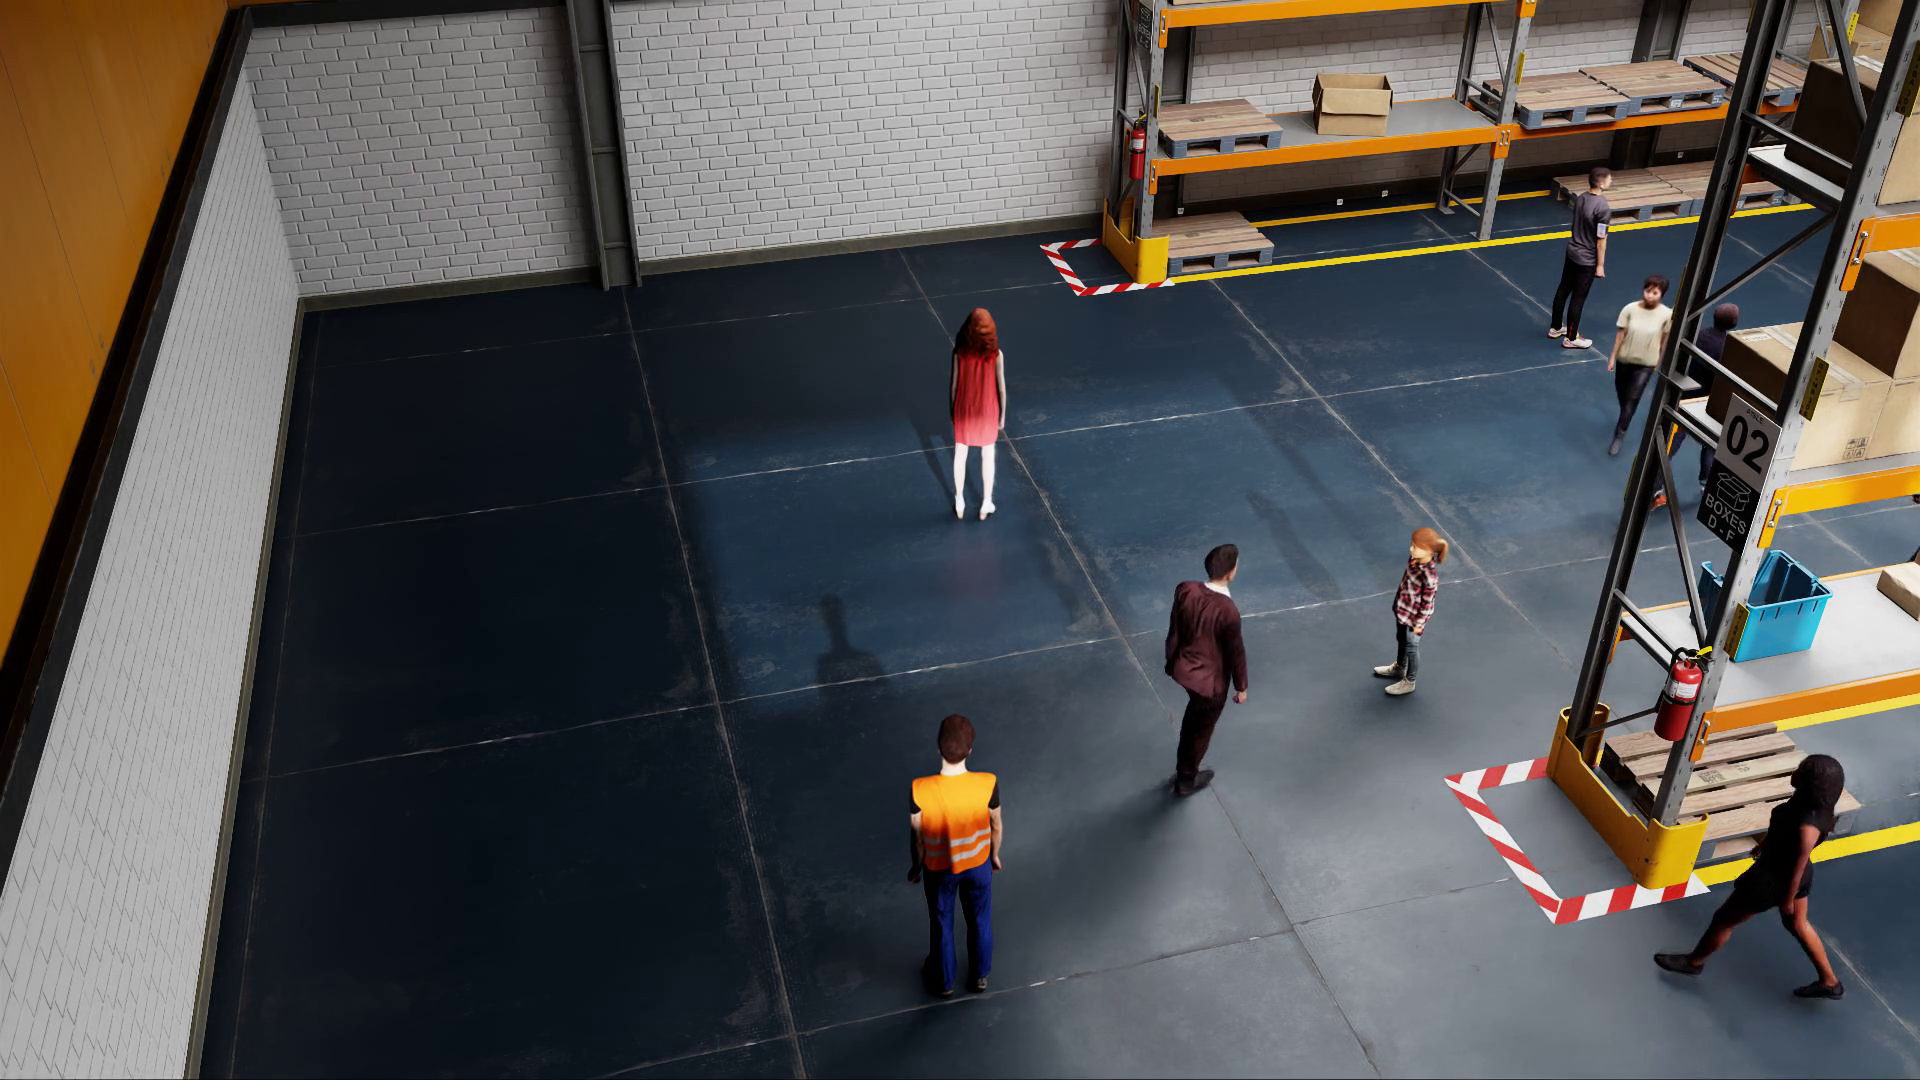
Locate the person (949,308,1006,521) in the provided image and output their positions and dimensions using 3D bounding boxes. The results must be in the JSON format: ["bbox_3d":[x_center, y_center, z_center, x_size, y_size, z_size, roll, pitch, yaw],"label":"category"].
[{"bbox_3d":[0.125,-0.982,13.195,0.569,1.823,0.719,3,34,4],"label":"person"}]

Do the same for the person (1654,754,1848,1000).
[{"bbox_3d":[4.533,1.876,9.008,1.230,1.697,1.131,16,37,22],"label":"person"}]

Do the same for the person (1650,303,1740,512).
[{"bbox_3d":[5.818,-1.016,13.283,1.169,1.782,0.930,-19,38,-26],"label":"person"}]

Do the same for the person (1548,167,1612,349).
[{"bbox_3d":[5.924,-2.696,15.827,0.529,1.764,0.631,-9,35,-13],"label":"person"}]

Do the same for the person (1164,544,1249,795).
[{"bbox_3d":[1.467,0.856,10.403,0.810,1.852,0.823,-25,41,-33],"label":"person"}]

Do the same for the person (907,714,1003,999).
[{"bbox_3d":[-0.016,1.745,9.033,0.593,1.888,0.761,-5,34,-7],"label":"person"}]

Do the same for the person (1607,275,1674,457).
[{"bbox_3d":[5.820,-1.553,14.297,0.997,1.554,1.070,19,38,26],"label":"person"}]

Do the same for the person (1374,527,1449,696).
[{"bbox_3d":[3.131,0.474,11.472,0.549,1.304,0.558,-4,34,-6],"label":"person"}]
